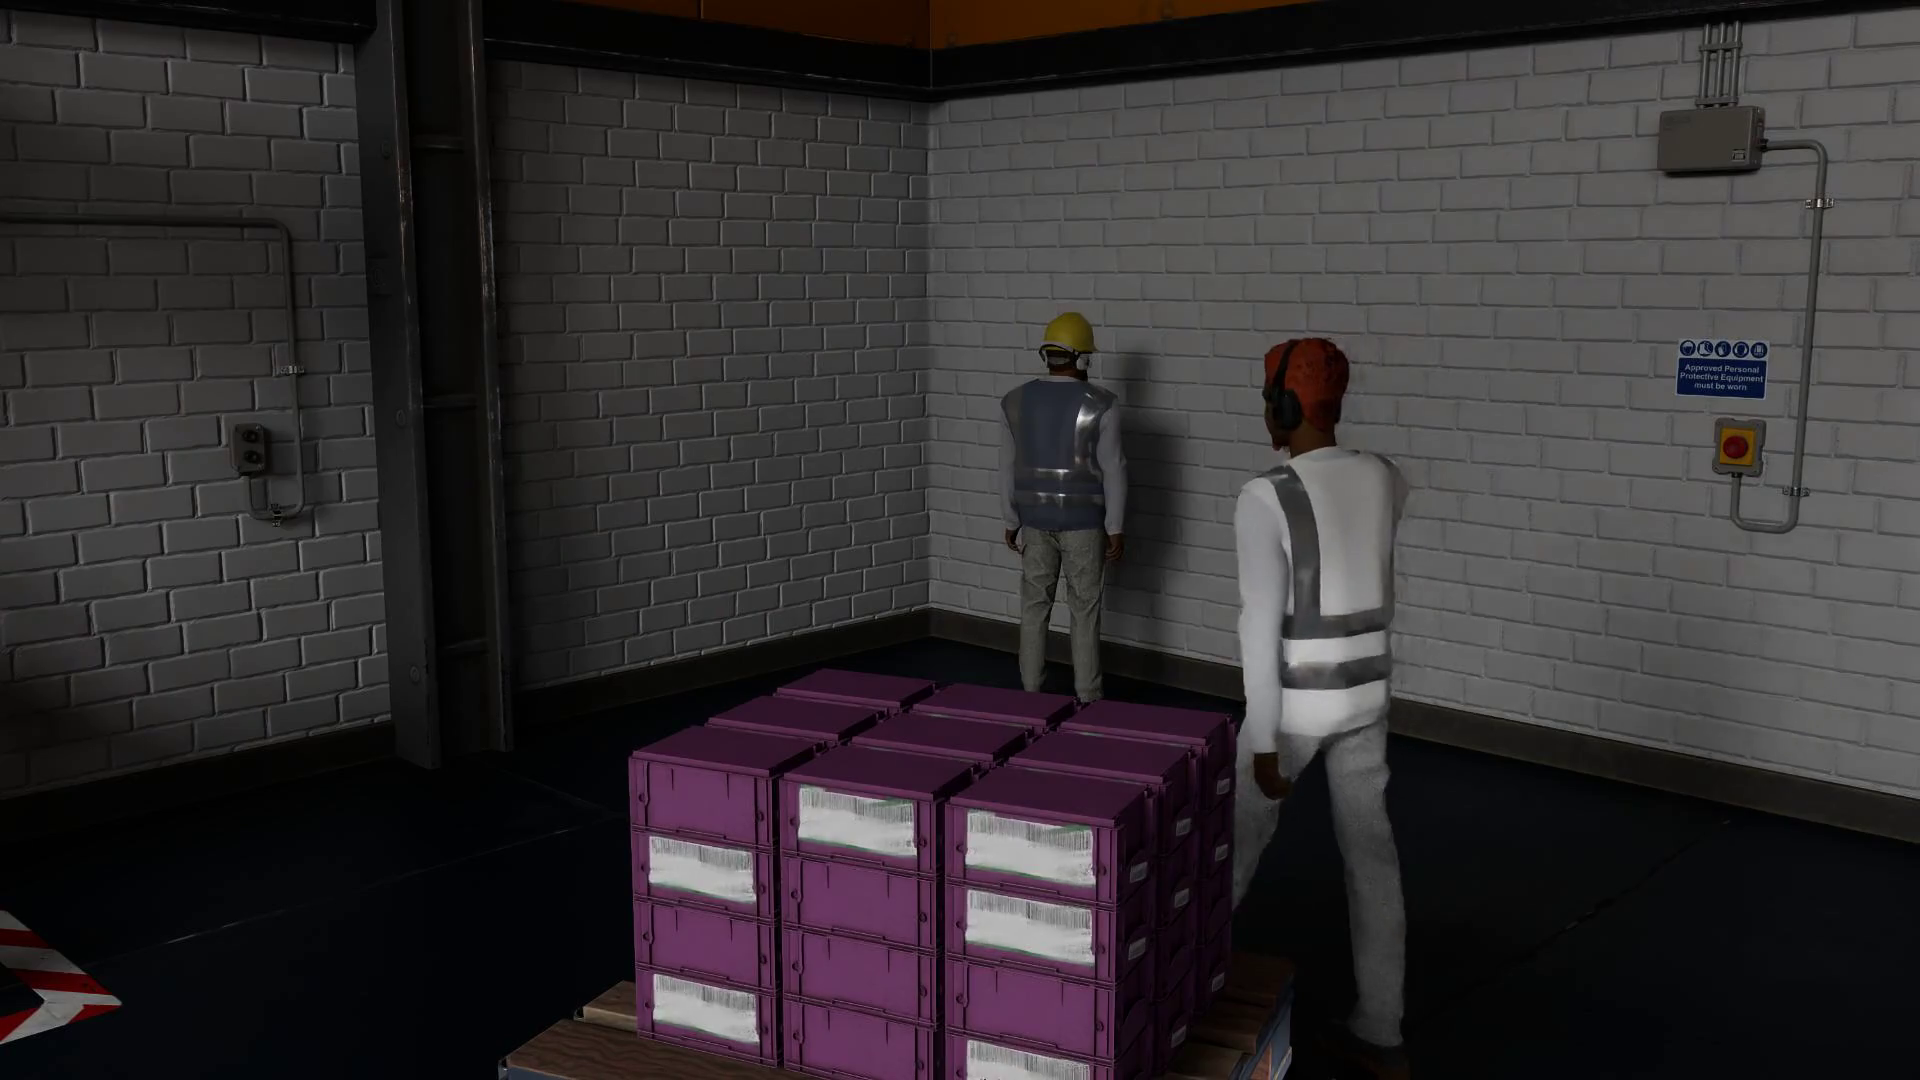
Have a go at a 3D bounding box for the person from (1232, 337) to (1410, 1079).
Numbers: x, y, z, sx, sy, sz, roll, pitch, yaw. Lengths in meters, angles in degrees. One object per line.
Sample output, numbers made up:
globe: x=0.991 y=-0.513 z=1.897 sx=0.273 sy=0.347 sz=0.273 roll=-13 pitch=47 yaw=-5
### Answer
person: x=0.839 y=0.401 z=4.344 sx=0.586 sy=1.846 sz=0.941 roll=-5 pitch=11 yaw=-29

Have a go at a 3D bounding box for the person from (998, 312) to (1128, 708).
person: x=0.472 y=-0.104 z=7.487 sx=0.600 sy=1.830 sz=0.403 roll=4 pitch=10 yaw=25
